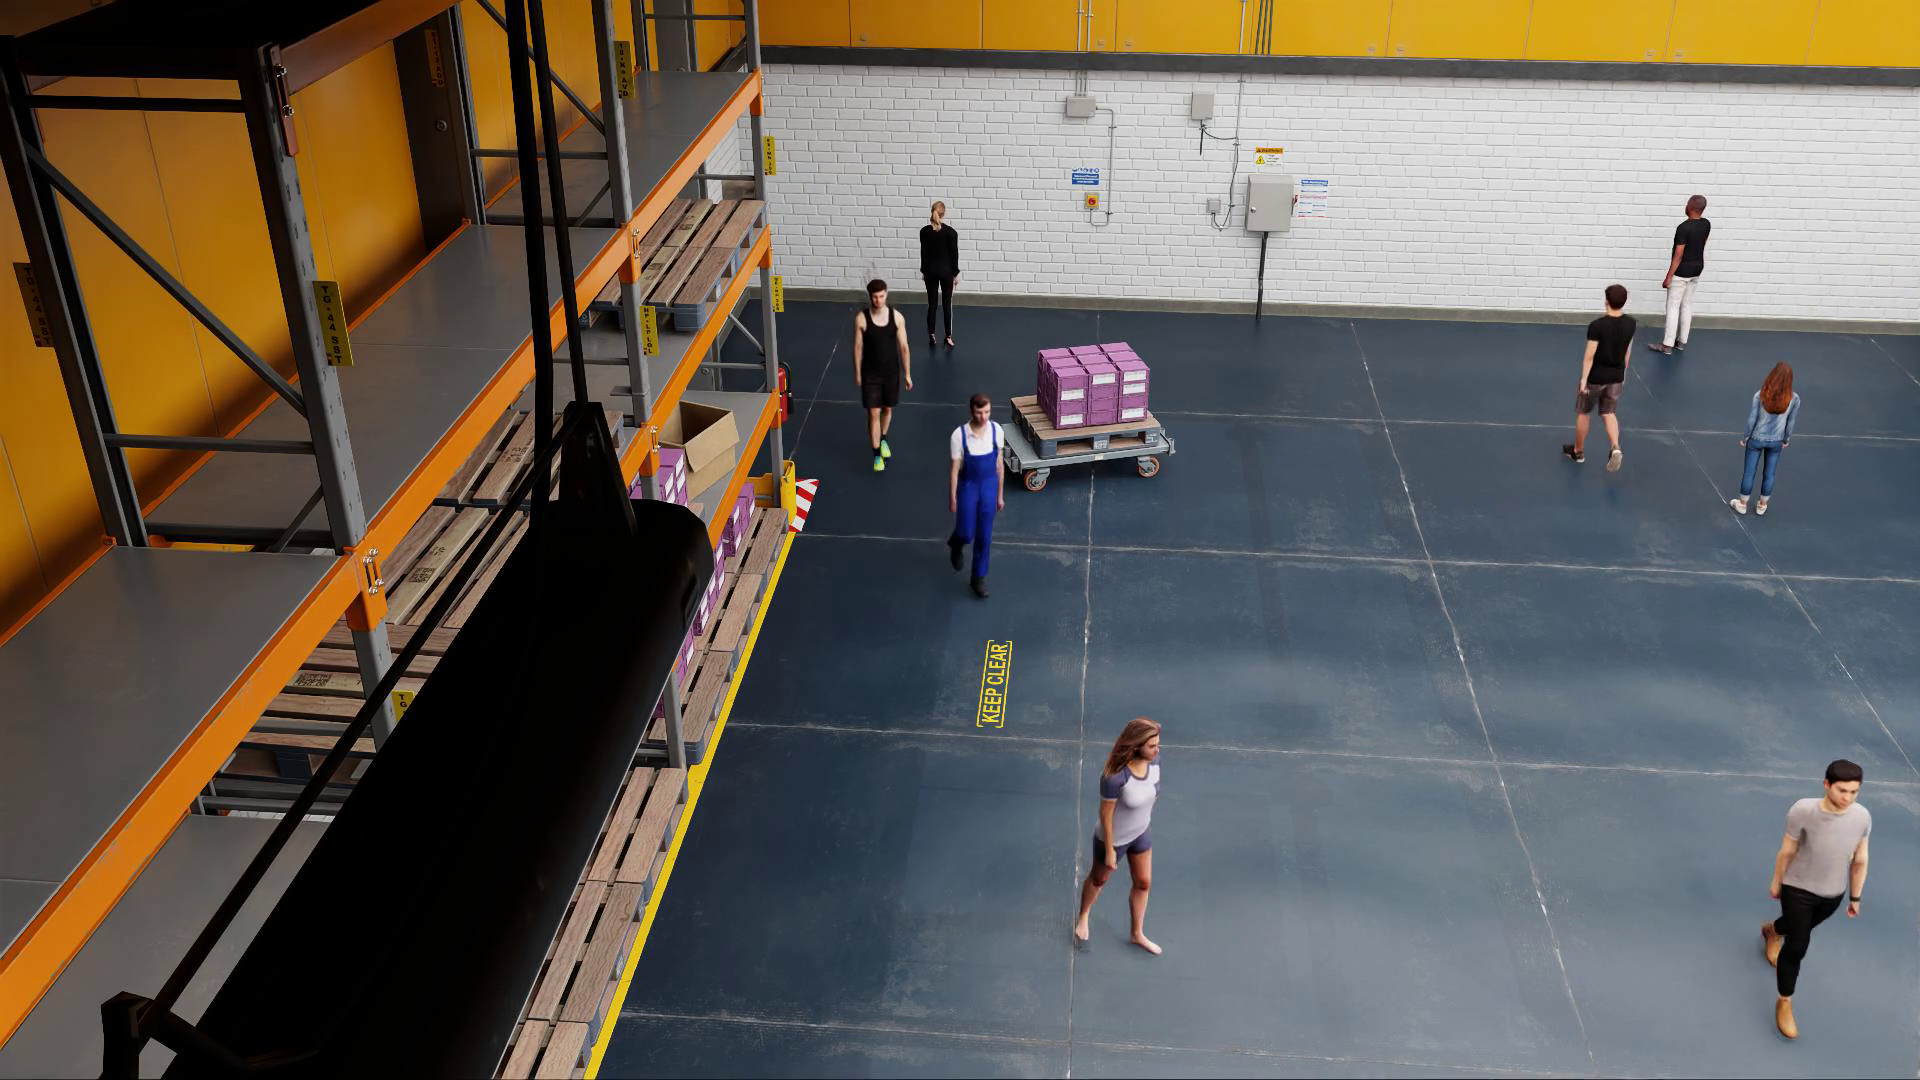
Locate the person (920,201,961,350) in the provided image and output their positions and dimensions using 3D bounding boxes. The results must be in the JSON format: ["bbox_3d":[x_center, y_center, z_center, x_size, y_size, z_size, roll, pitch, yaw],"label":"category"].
[{"bbox_3d":[-0.232,-2.972,18.696,0.630,1.707,0.572,6,29,10],"label":"person"}]

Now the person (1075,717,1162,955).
[{"bbox_3d":[0.928,1.750,10.044,0.843,1.703,0.918,-15,32,-26],"label":"person"}]

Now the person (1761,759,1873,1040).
[{"bbox_3d":[4.955,1.955,9.687,0.621,1.684,1.105,3,29,5],"label":"person"}]

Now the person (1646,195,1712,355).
[{"bbox_3d":[8.102,-2.975,18.601,0.753,1.804,0.782,-15,32,-26],"label":"person"}]

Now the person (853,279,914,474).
[{"bbox_3d":[-0.773,-1.660,16.125,0.881,1.865,1.080,-7,29,-13],"label":"person"}]

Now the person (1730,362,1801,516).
[{"bbox_3d":[7.361,-0.923,15.180,0.588,1.477,0.536,6,29,11],"label":"person"}]

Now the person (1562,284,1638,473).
[{"bbox_3d":[6.193,-1.511,15.878,0.796,1.841,1.080,-4,29,-7],"label":"person"}]

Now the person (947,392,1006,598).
[{"bbox_3d":[0.116,-0.439,13.917,0.850,1.836,0.997,-10,30,-17],"label":"person"}]
